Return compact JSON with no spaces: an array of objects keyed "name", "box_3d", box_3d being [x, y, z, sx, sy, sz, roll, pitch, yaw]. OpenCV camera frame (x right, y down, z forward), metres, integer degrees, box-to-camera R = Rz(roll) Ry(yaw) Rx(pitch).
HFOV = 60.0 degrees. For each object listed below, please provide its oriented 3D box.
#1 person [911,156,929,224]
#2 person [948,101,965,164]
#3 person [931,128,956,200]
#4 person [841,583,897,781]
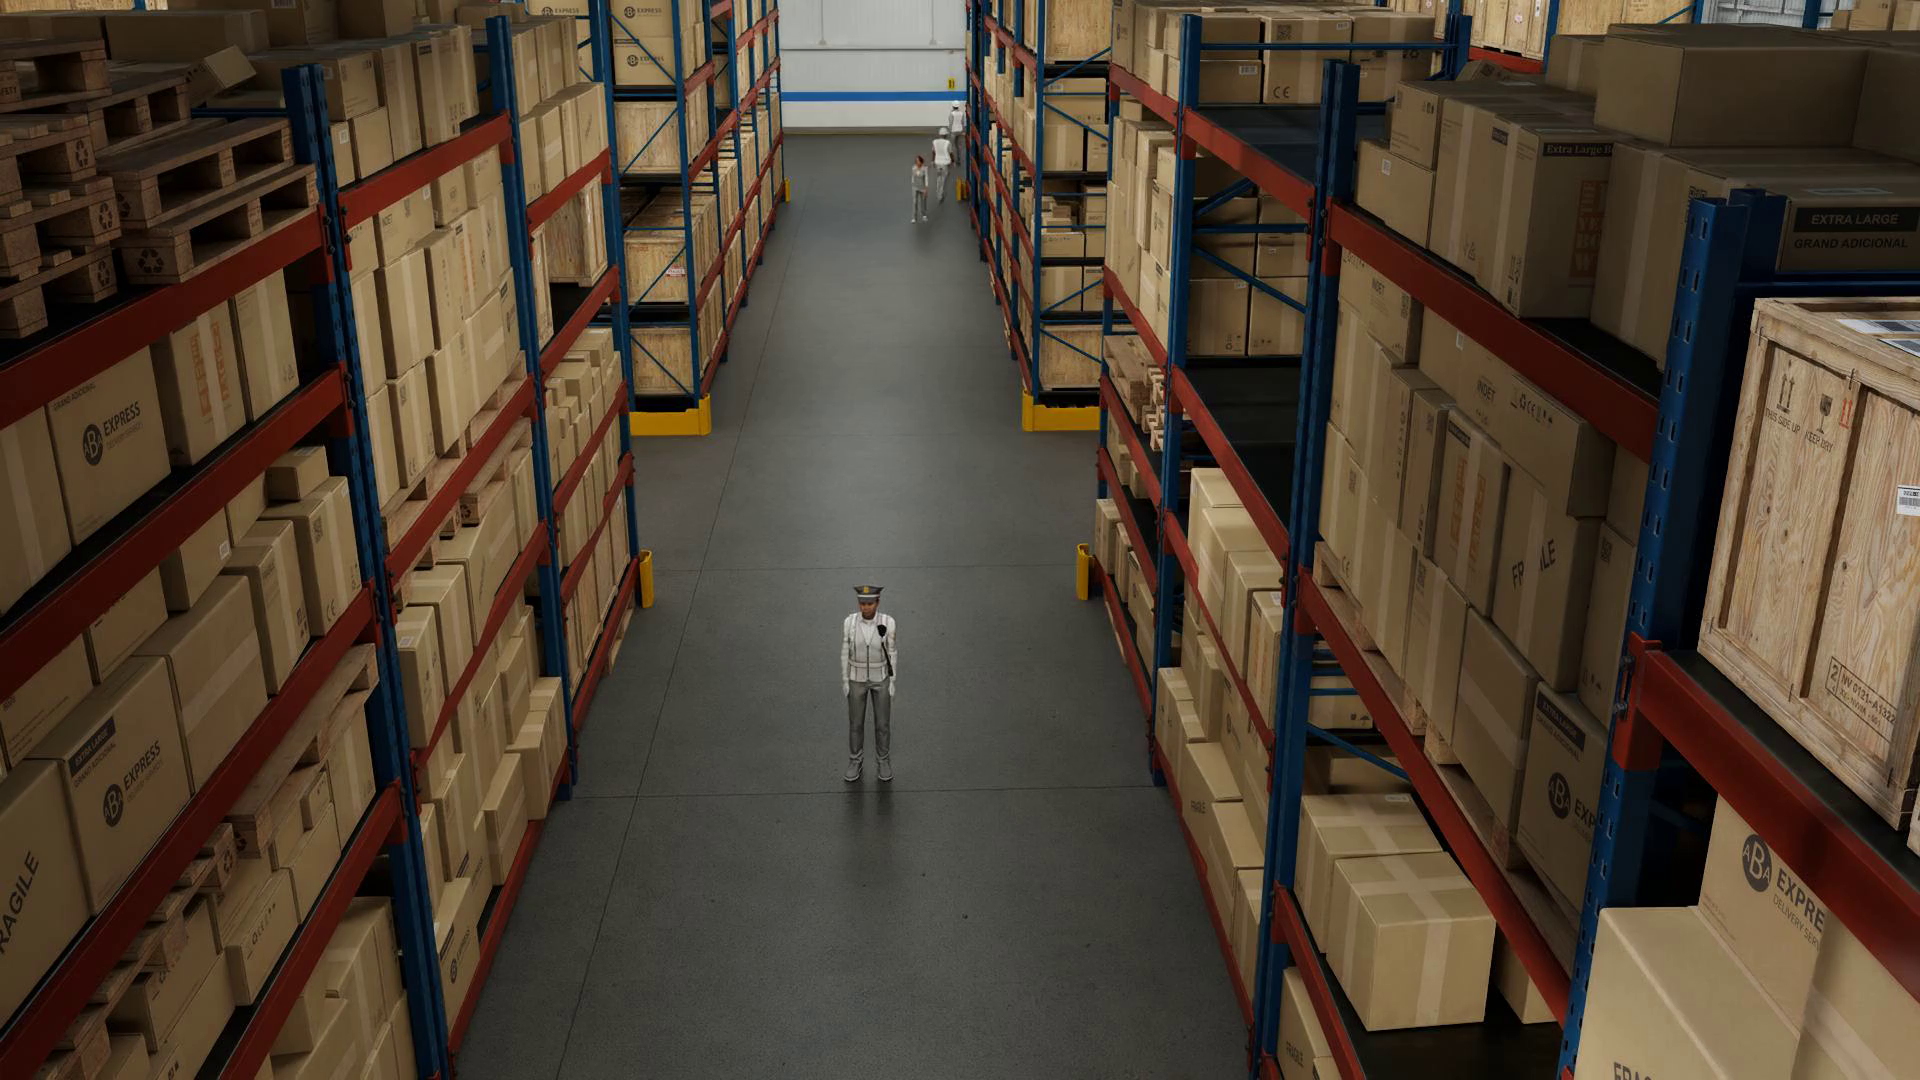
[{"name":"person","box_3d":[-0.918,-8.129,38.541,0.409,1.546,0.897,3,21,7]},{"name":"person","box_3d":[-0.155,-11.828,48.184,0.528,1.773,0.393,-15,25,-35]},{"name":"person","box_3d":[-0.381,-9.459,41.768,0.595,1.774,0.640,12,23,29]},{"name":"person","box_3d":[-0.739,1.142,13.552,0.458,1.689,0.370,0,20,-1]}]
